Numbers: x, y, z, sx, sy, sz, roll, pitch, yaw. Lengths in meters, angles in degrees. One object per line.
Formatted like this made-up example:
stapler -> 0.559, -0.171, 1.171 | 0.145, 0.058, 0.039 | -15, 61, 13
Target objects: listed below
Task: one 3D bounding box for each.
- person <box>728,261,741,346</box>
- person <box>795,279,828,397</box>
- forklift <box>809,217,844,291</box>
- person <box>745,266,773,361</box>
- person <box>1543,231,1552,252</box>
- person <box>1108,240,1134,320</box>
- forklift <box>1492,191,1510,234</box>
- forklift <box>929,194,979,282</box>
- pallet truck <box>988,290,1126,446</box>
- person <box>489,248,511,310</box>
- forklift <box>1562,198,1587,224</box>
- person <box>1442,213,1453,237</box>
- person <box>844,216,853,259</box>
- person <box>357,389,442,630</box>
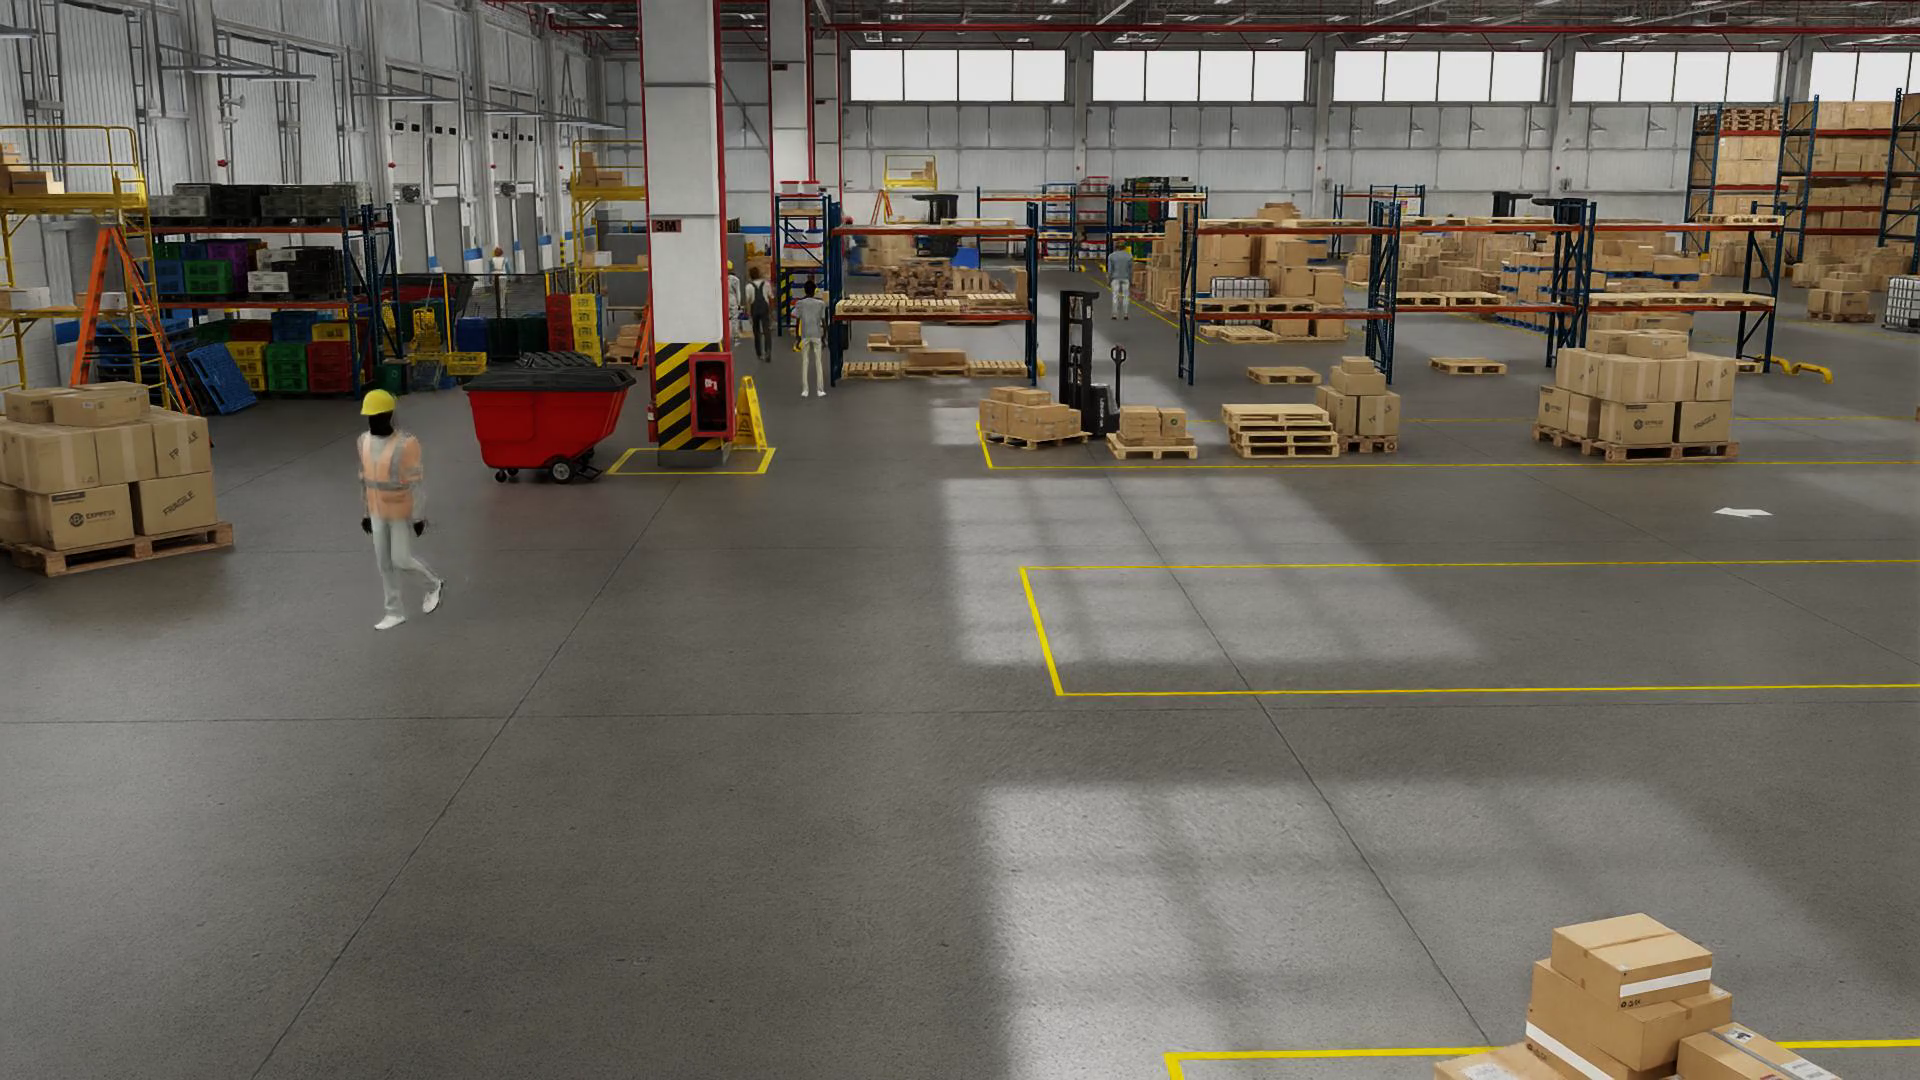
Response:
person -> -4.772, -4.881, 34.348 | 0.493, 1.743, 0.295 | -1, 13, -2
person -> -2.369, -3.207, 26.500 | 0.531, 1.870, 0.318 | -1, 13, -2
forklift -> -4.375, -8.619, 48.637 | 1.873, 2.768, 1.129 | 0, 12, -2
person -> -3.781, -4.274, 31.459 | 0.539, 1.811, 0.801 | -3, 13, -15
person -> 17.368, -8.210, 48.805 | 0.622, 1.993, 0.381 | -1, 13, -2
person -> 3.880, -6.277, 40.202 | 0.635, 1.939, 0.362 | -1, 13, -2
forklift -> 20.377, -11.777, 62.892 | 1.873, 2.768, 1.129 | 0, 12, -2
forklift -> -0.398, -9.897, 54.405 | 1.873, 2.768, 1.129 | -7, 14, -28
pallet truck -> 1.257, -2.299, 22.111 | 1.885, 1.965, 0.823 | -9, 15, -35
person -> -12.025, -6.828, 43.487 | 0.543, 1.588, 0.878 | -2, 13, -8
forklift -> 17.204, -8.212, 46.797 | 1.873, 2.768, 1.129 | 0, 12, -2
person -> 19.214, -11.840, 65.321 | 0.635, 1.939, 0.362 | -1, 13, -2
person -> -4.378, -11.340, 63.174 | 0.885, 1.904, 0.556 | -5, 14, -23
person -> -4.442, -0.257, 13.104 | 0.587, 1.911, 0.549 | 6, 14, 24
